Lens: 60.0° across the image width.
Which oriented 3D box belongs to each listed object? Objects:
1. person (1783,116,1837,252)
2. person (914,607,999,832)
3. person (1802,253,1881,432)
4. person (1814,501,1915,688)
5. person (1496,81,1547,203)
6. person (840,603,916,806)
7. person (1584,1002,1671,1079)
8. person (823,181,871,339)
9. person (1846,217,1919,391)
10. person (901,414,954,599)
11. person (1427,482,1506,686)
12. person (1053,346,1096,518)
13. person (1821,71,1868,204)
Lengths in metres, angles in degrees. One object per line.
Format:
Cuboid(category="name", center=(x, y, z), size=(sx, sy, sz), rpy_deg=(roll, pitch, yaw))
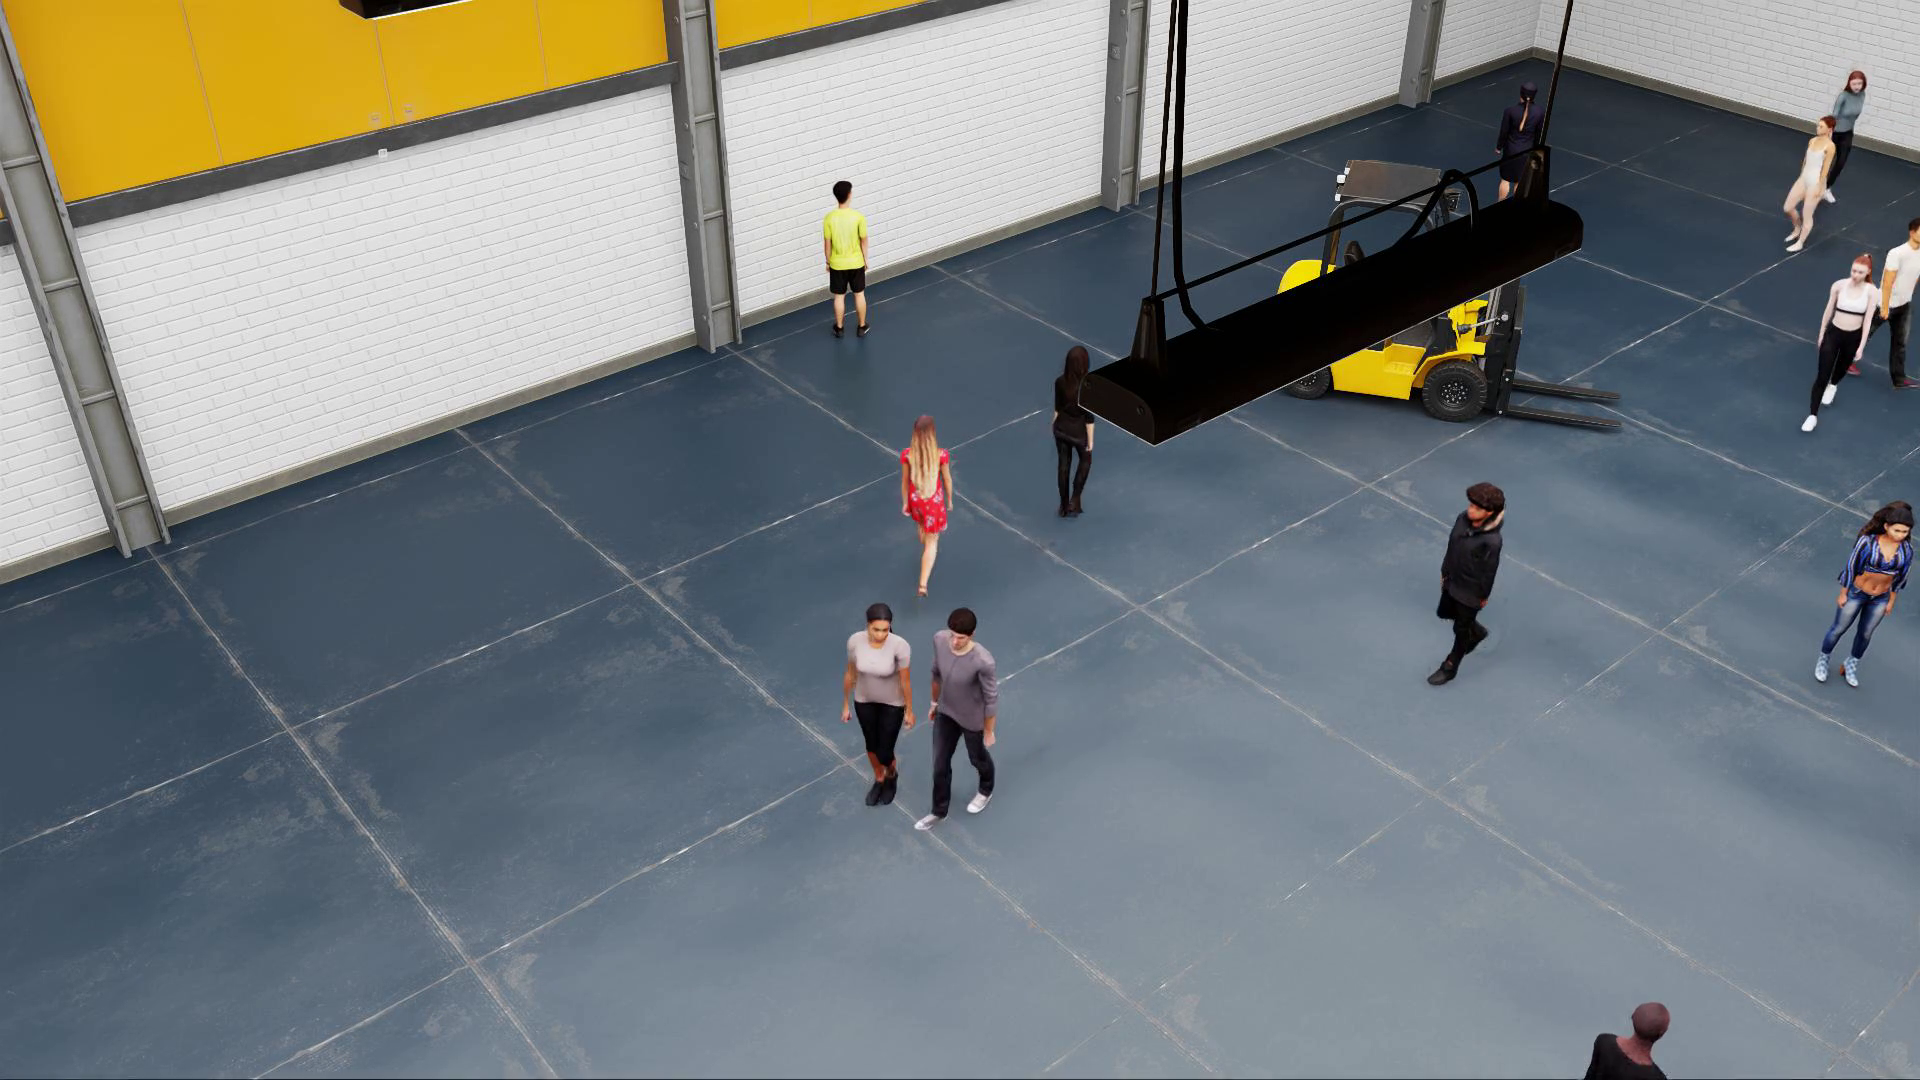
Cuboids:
Cuboid(category="person", center=(10.015, -4.163, 19.421), size=(0.676, 1.635, 0.625), rpy_deg=(-13, 36, -18))
Cuboid(category="person", center=(0.081, 1.125, 11.300), size=(0.826, 1.817, 0.988), rpy_deg=(25, 41, 32))
Cuboid(category="person", center=(8.510, -1.938, 16.004), size=(0.835, 1.713, 1.218), rpy_deg=(19, 38, 27))
Cuboid(category="person", center=(6.842, 0.414, 12.552), size=(0.698, 1.616, 0.731), rpy_deg=(8, 34, 11))
Cuboid(category="person", center=(6.787, -4.742, 20.260), size=(0.776, 1.671, 0.861), rpy_deg=(-1, 34, -2))
Cuboid(category="person", center=(-0.509, 1.086, 11.439), size=(0.767, 1.729, 0.777), rpy_deg=(12, 35, 18))
Cuboid(category="person", center=(3.275, 3.069, 8.482), size=(1.212, 1.700, 0.778), rpy_deg=(-16, 37, -23))
Cuboid(category="person", center=(-1.190, -2.953, 17.537), size=(0.672, 1.705, 0.756), rpy_deg=(-1, 34, -1))
Cuboid(category="person", center=(9.266, -2.417, 16.681), size=(1.162, 1.760, 1.017), rpy_deg=(-10, 35, -15))
Cuboid(category="person", center=(-0.283, -0.251, 13.605), size=(0.977, 1.557, 1.119), rpy_deg=(7, 34, 11))
Cuboid(category="person", center=(3.897, 0.296, 12.596), size=(0.941, 1.764, 0.752), rpy_deg=(-15, 36, -21))
Cuboid(category="person", center=(0.952, -0.899, 14.511), size=(0.677, 1.633, 0.721), rpy_deg=(14, 36, 21))
Cuboid(category="person", center=(10.869, -5.008, 20.633), size=(0.767, 1.701, 0.821), rpy_deg=(-10, 35, -14))
